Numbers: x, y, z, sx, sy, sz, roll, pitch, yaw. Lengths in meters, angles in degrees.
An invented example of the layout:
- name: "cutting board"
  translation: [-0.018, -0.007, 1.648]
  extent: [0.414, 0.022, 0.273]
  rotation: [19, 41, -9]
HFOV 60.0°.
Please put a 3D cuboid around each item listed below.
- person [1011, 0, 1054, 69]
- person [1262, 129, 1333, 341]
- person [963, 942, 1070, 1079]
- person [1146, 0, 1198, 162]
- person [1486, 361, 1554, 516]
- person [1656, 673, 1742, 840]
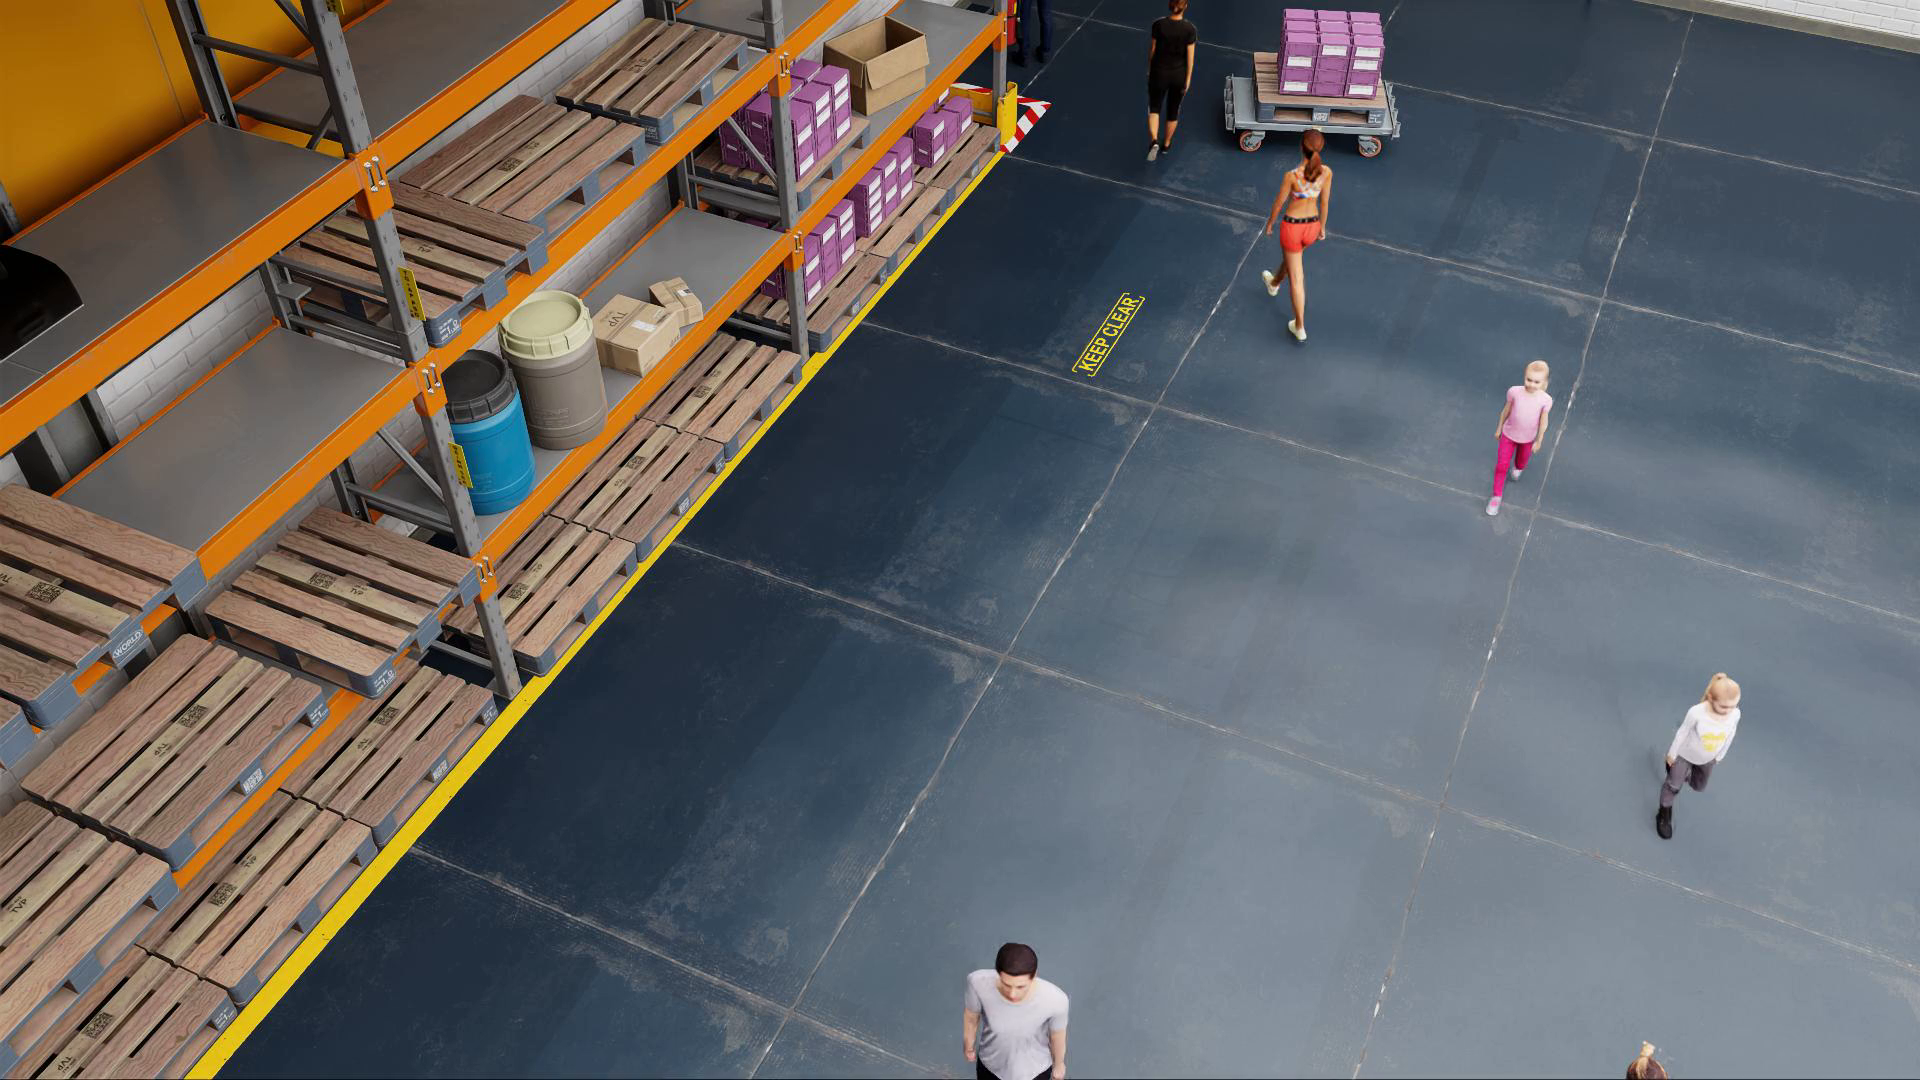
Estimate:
- name: "person"
  translation: [0.757, -5.734, 16.858]
  extent: [0.710, 1.886, 0.789]
  rotation: [-17, 46, -17]
- name: "person"
  translation: [2.773, -2.438, 13.502]
  extent: [1.066, 1.742, 1.189]
  rotation: [-10, 45, -10]
- name: "person"
  translation: [0.291, 2.493, 8.252]
  extent: [0.797, 1.845, 1.066]
  rotation: [9, 44, 10]
- name: "person"
  translation: [1.934, -4.302, 15.518]
  extent: [0.719, 1.660, 0.922]
  rotation: [8, 44, 9]
- name: "person"
  translation: [4.095, -0.806, 12.141]
  extent: [0.483, 1.257, 0.815]
  rotation: [18, 46, 18]
- name: "person"
  translation: [4.399, 1.229, 9.997]
  extent: [0.643, 1.267, 0.774]
  rotation: [1, 44, 1]
